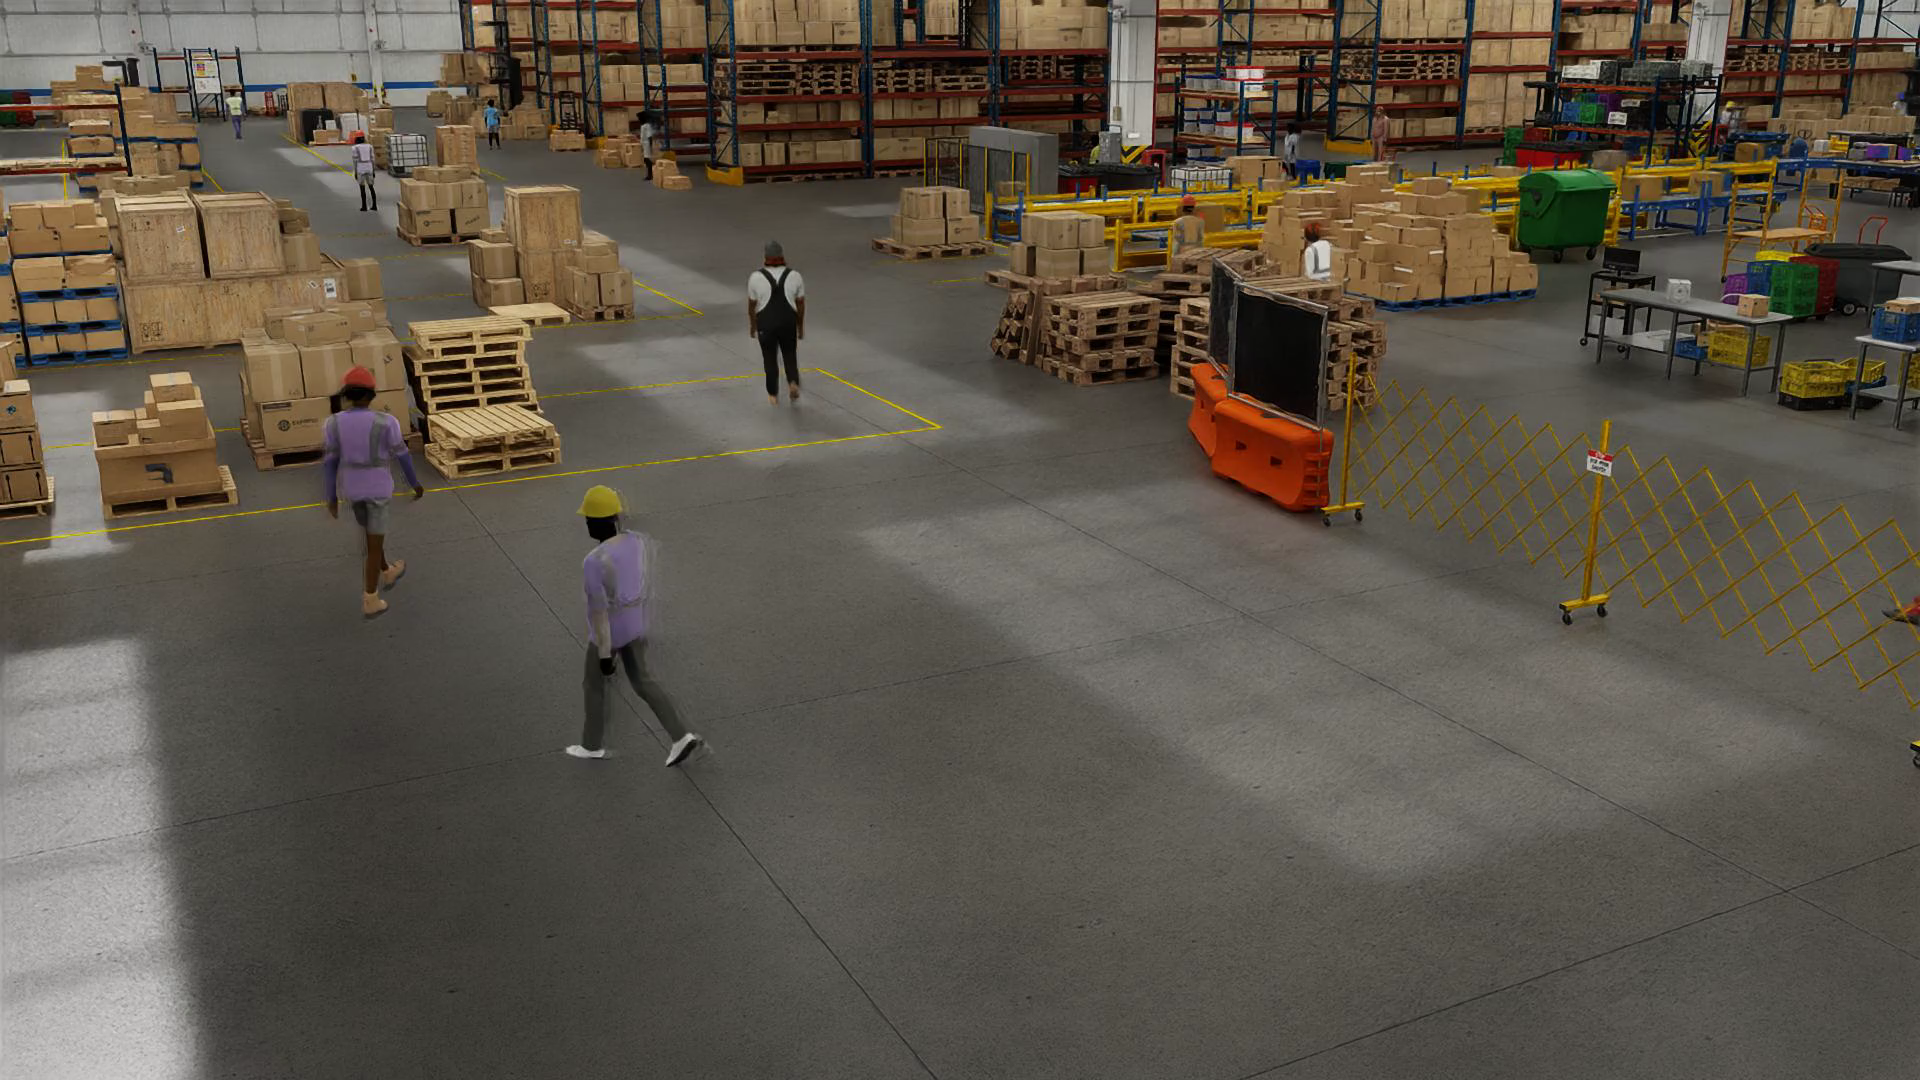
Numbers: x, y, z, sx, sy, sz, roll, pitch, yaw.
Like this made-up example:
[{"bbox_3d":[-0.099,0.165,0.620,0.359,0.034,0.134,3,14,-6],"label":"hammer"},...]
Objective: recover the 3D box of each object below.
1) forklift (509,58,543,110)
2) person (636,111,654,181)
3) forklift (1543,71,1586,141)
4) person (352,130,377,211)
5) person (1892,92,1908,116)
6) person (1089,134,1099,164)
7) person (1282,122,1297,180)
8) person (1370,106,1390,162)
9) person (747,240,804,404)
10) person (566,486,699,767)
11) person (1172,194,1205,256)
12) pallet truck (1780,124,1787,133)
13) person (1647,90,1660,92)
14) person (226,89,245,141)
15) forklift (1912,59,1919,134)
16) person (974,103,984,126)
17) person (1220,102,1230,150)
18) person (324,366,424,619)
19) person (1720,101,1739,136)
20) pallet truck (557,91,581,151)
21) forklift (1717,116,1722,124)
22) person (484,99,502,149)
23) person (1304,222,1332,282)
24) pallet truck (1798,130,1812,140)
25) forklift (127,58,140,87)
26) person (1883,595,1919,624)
[{"bbox_3d":[-17.451,-17.546,65.536,1.873,2.768,1.129,-9,20,-26],"label":"forklift"},{"bbox_3d":[-8.864,-11.150,47.116,0.540,1.935,0.654,-10,20,-28],"label":"person"},{"bbox_3d":[18.685,-13.231,52.085,1.873,2.768,1.129,-9,20,-26],"label":"forklift"},{"bbox_3d":[-14.412,-8.930,40.220,0.394,1.929,0.541,17,24,42],"label":"person"},{"bbox_3d":[32.708,-14.606,57.929,0.765,1.924,0.428,-6,19,-18],"label":"person"},{"bbox_3d":[3.414,-9.338,41.858,0.319,1.692,0.538,2,18,6],"label":"person"},{"bbox_3d":[9.194,-10.776,46.363,0.389,1.685,0.542,-8,19,-22],"label":"person"},{"bbox_3d":[12.596,-12.079,50.086,0.399,1.900,0.636,-12,21,-32],"label":"person"},{"bbox_3d":[-2.292,-2.714,20.650,0.688,2.000,0.537,-4,18,-13],"label":"person"},{"bbox_3d":[-2.155,0.570,10.659,0.921,1.901,0.593,8,20,25],"label":"person"},{"bbox_3d":[3.591,-4.496,26.371,0.545,1.939,0.354,-6,19,-19],"label":"person"},{"bbox_3d":[25.206,-12.542,52.601,1.601,1.201,0.680,0,18,-2],"label":"pallet truck"},{"bbox_3d":[27.757,-17.328,66.477,0.864,1.874,0.642,-13,22,-34],"label":"person"},{"bbox_3d":[-26.686,-15.635,61.221,0.614,1.865,1.024,-14,22,-36],"label":"person"},{"bbox_3d":[37.417,-17.204,64.470,1.873,2.768,1.129,-9,20,-26],"label":"forklift"},{"bbox_3d":[0.479,-13.032,53.096,0.777,1.869,0.667,-11,21,-30],"label":"person"},{"bbox_3d":[9.043,-14.210,57.136,0.432,1.624,0.518,-7,19,-20],"label":"person"},{"bbox_3d":[-4.791,-0.437,13.631,0.626,1.989,1.045,3,18,9],"label":"person"},{"bbox_3d":[25.228,-13.495,54.627,0.457,1.819,0.607,-13,22,-35],"label":"person"},{"bbox_3d":[-13.495,-14.412,57.188,0.823,1.965,1.885,-3,18,-9],"label":"pallet truck"},{"bbox_3d":[25.644,-15.072,57.822,1.873,2.768,1.129,-9,20,-26],"label":"forklift"},{"bbox_3d":[-16.187,-14.393,57.612,0.539,1.695,0.318,-1,18,-4],"label":"person"},{"bbox_3d":[5.173,-3.647,23.884,0.607,1.840,0.874,-12,22,-34],"label":"person"},{"bbox_3d":[25.526,-11.556,49.408,1.630,1.274,0.653,-9,20,-26],"label":"pallet truck"},{"bbox_3d":[-32.384,-17.515,65.438,1.873,2.768,1.129,-9,20,-26],"label":"forklift"},{"bbox_3d":[7.909,-0.090,12.993,0.922,1.719,0.544,16,24,41],"label":"person"}]
